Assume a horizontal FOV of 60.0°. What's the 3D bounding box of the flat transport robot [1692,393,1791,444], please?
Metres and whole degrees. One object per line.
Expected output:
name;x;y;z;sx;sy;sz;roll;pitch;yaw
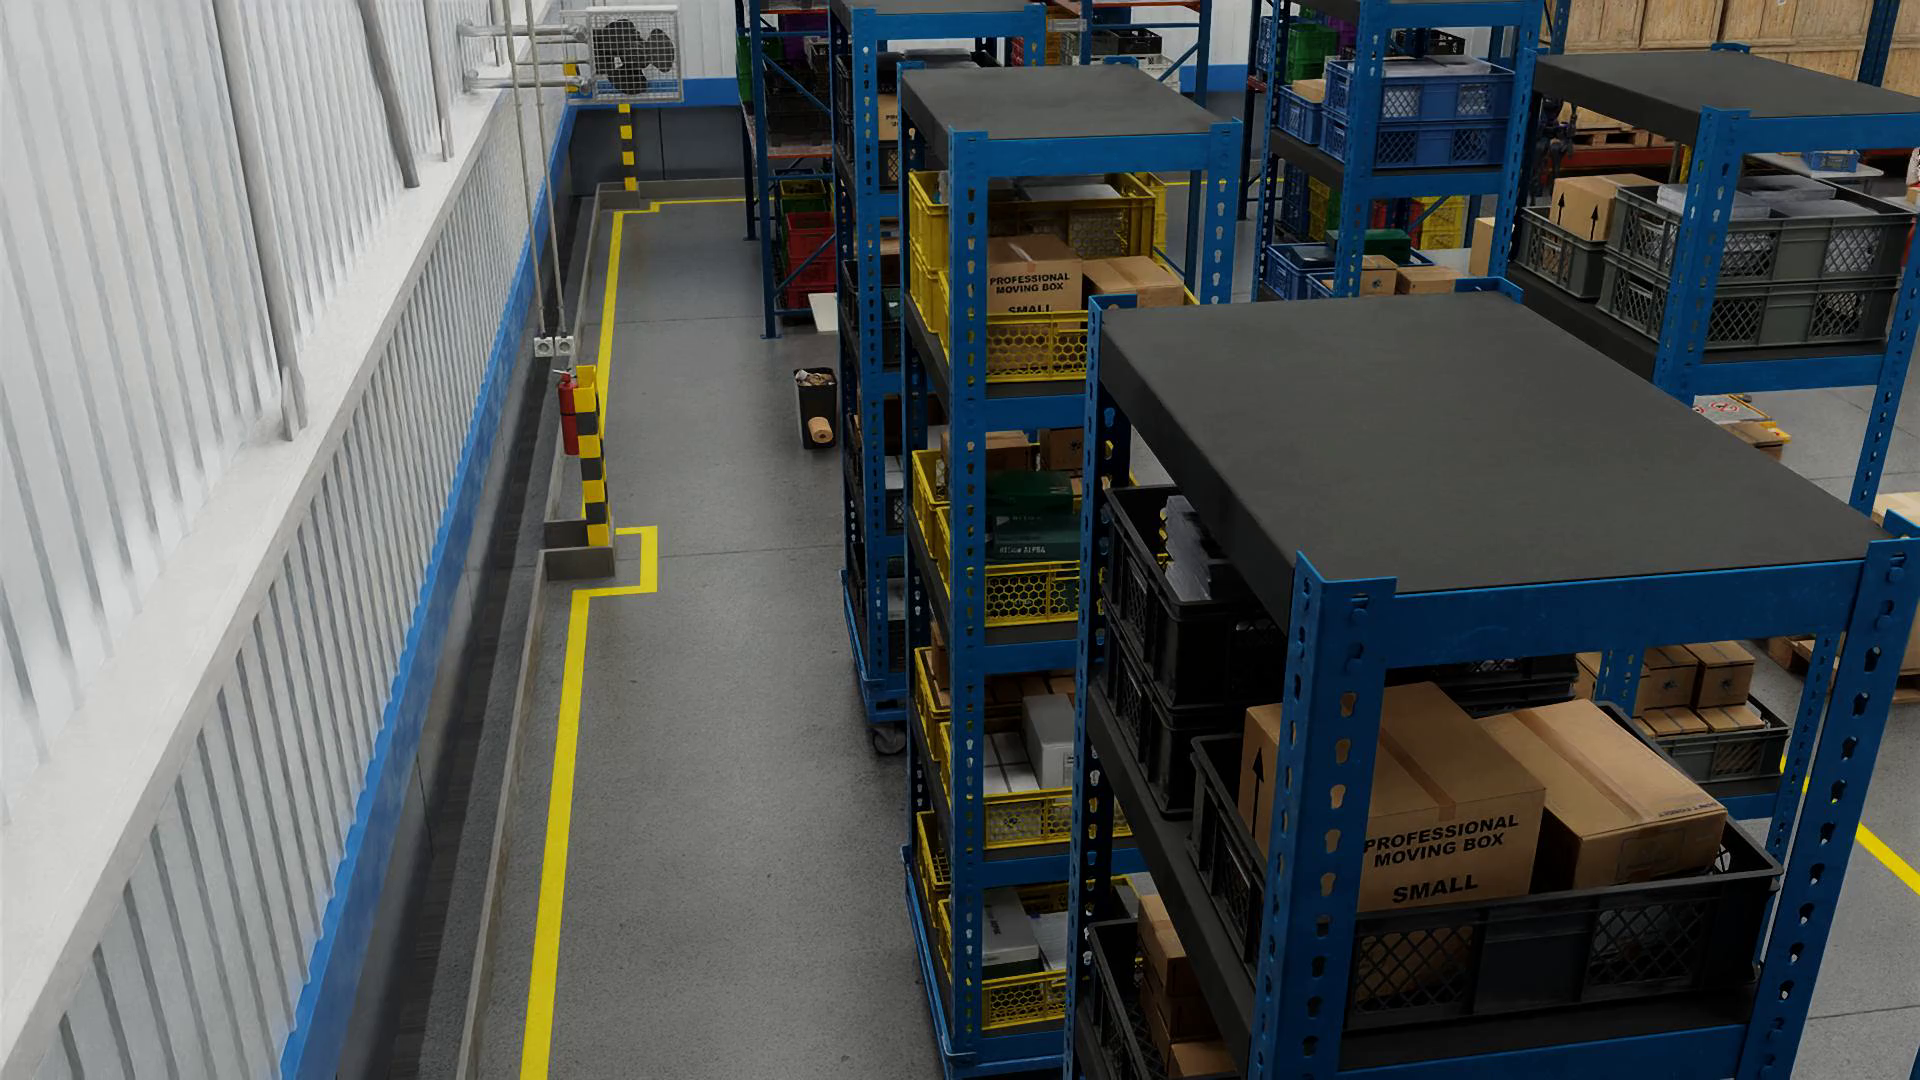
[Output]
flat transport robot;5.224;-0.859;12.132;1.431;0.197;0.652;-4;25;-8

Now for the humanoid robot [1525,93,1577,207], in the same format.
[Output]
humanoid robot;6.403;-4.349;18.068;0.591;1.648;0.331;18;30;35

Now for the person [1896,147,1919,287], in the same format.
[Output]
person;8.999;-3.340;15.529;0.572;1.965;0.787;16;29;31
